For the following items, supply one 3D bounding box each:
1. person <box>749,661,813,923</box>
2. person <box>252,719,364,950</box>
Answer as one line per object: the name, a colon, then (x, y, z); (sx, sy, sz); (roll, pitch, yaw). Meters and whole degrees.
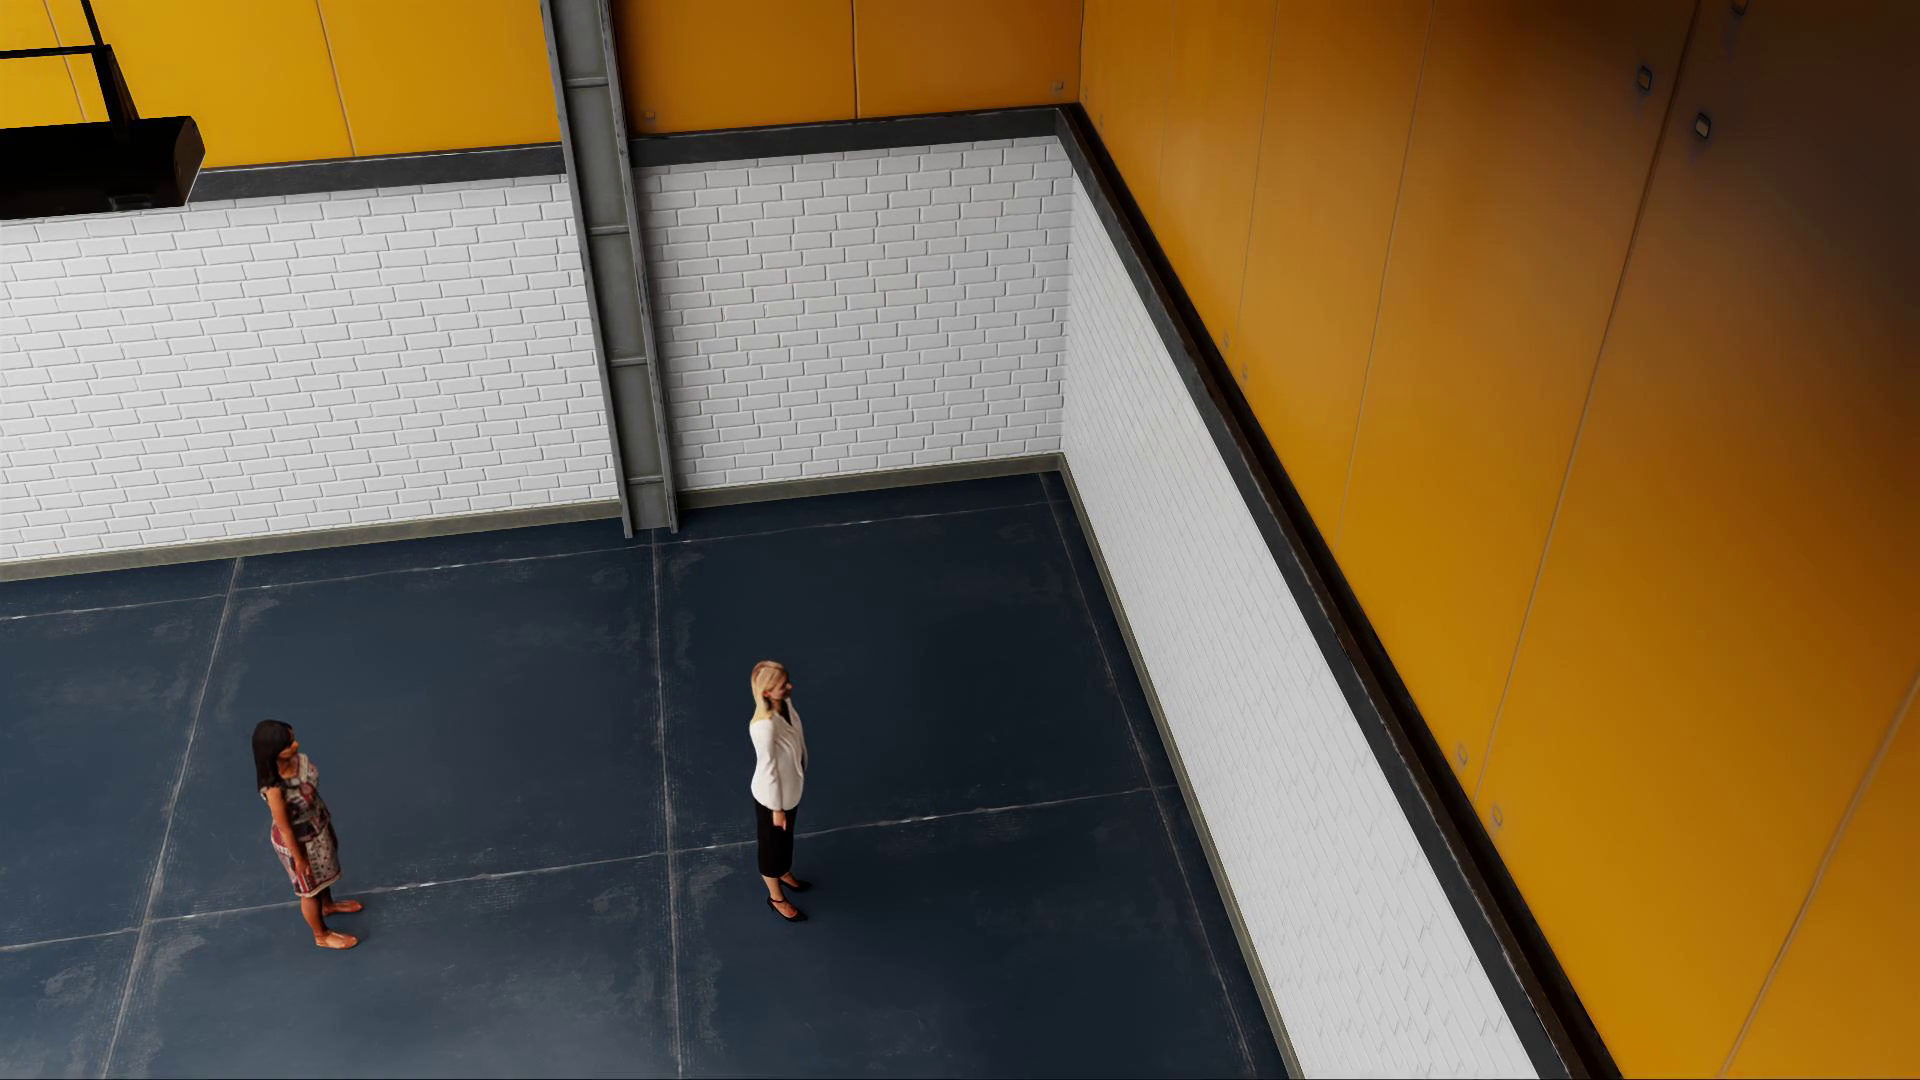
person: (-0.993, 1.371, 9.137); (0.613, 1.858, 0.662); (3, 39, 4)
person: (-3.580, 1.578, 9.048); (0.514, 1.646, 0.650); (-6, 39, -7)
